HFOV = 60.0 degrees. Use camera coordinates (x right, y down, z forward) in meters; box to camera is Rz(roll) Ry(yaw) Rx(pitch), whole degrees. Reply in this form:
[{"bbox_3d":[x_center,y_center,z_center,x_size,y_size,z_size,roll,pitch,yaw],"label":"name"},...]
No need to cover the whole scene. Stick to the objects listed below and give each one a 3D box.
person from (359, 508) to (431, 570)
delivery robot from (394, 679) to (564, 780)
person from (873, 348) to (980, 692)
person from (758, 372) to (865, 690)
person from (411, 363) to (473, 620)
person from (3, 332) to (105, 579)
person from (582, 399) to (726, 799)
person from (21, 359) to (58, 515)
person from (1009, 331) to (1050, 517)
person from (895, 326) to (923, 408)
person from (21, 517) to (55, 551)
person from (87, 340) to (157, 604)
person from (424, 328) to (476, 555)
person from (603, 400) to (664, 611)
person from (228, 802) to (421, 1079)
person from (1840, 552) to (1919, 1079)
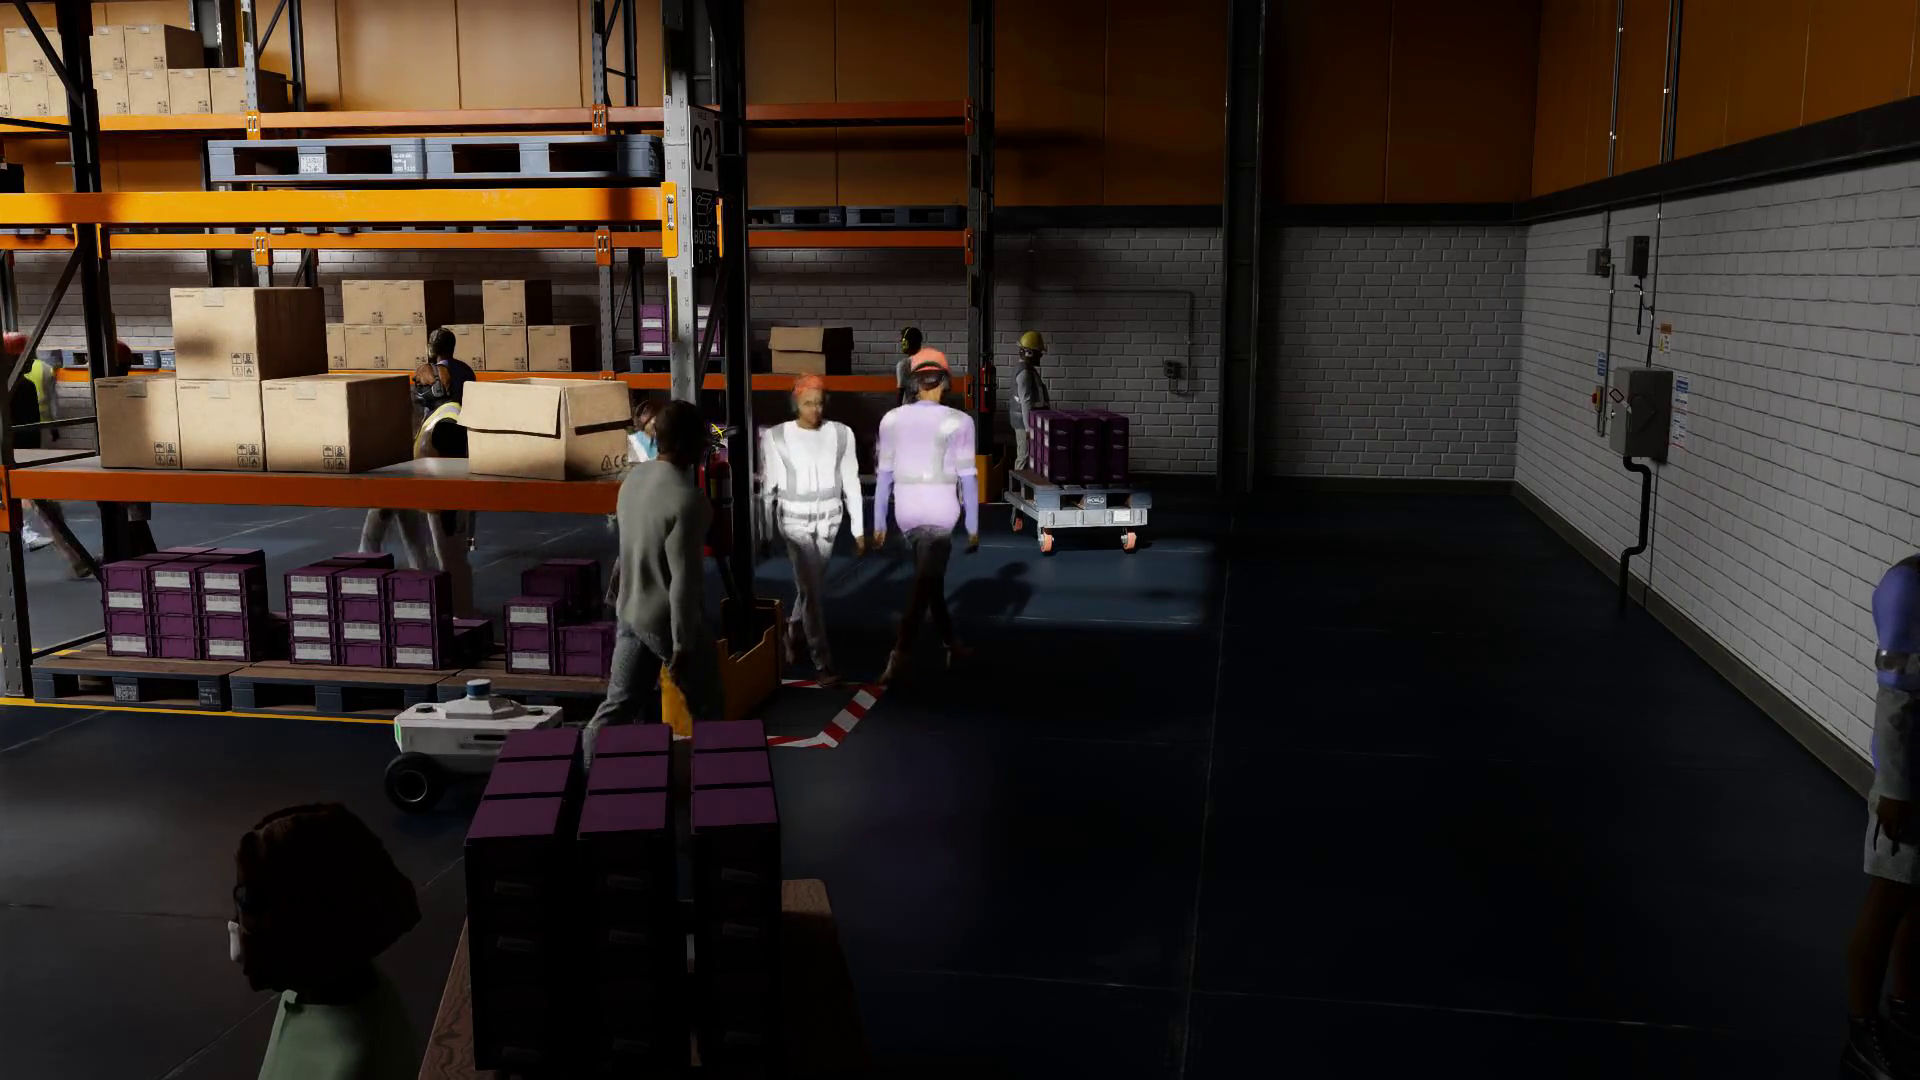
[{"bbox_3d":[-4.136,-0.297,11.859,0.803,1.600,0.542,1,9,9],"label":"person"},{"bbox_3d":[-2.173,0.877,7.549,0.707,0.478,0.477,1,9,5],"label":"delivery robot"},{"bbox_3d":[-0.212,-0.125,9.715,0.623,1.973,1.037,6,11,31],"label":"person"},{"bbox_3d":[-0.908,-0.093,9.909,0.599,1.845,0.981,-4,10,-25],"label":"person"},{"bbox_3d":[-3.318,-0.217,10.684,0.428,1.836,0.626,-3,10,-20],"label":"person"},{"bbox_3d":[-7.195,-0.623,12.835,1.038,1.938,0.649,0,9,2],"label":"person"},{"bbox_3d":[-1.291,0.356,6.999,1.024,1.893,0.625,-8,12,-42],"label":"person"},{"bbox_3d":[-9.332,-1.148,16.604,0.965,1.794,0.624,7,12,38],"label":"person"},{"bbox_3d":[0.688,-1.144,16.443,0.404,1.828,0.587,0,9,-2],"label":"person"},{"bbox_3d":[-0.460,-1.206,16.724,0.342,1.866,0.521,7,12,38],"label":"person"},{"bbox_3d":[-8.246,-0.729,14.210,0.872,1.720,0.524,-5,10,-27],"label":"person"},{"bbox_3d":[-5.976,-0.465,11.881,0.543,1.940,0.361,9,13,44],"label":"person"},{"bbox_3d":[-4.365,-0.835,14.185,0.372,1.940,0.630,3,10,16],"label":"person"},{"bbox_3d":[-2.185,-0.193,11.395,1.010,1.550,0.529,7,11,36],"label":"person"},{"bbox_3d":[-0.937,1.193,2.543,0.268,1.632,0.509,-6,11,-32],"label":"person"},{"bbox_3d":[2.889,0.668,4.874,0.547,1.934,0.375,-5,10,-29],"label":"person"}]
